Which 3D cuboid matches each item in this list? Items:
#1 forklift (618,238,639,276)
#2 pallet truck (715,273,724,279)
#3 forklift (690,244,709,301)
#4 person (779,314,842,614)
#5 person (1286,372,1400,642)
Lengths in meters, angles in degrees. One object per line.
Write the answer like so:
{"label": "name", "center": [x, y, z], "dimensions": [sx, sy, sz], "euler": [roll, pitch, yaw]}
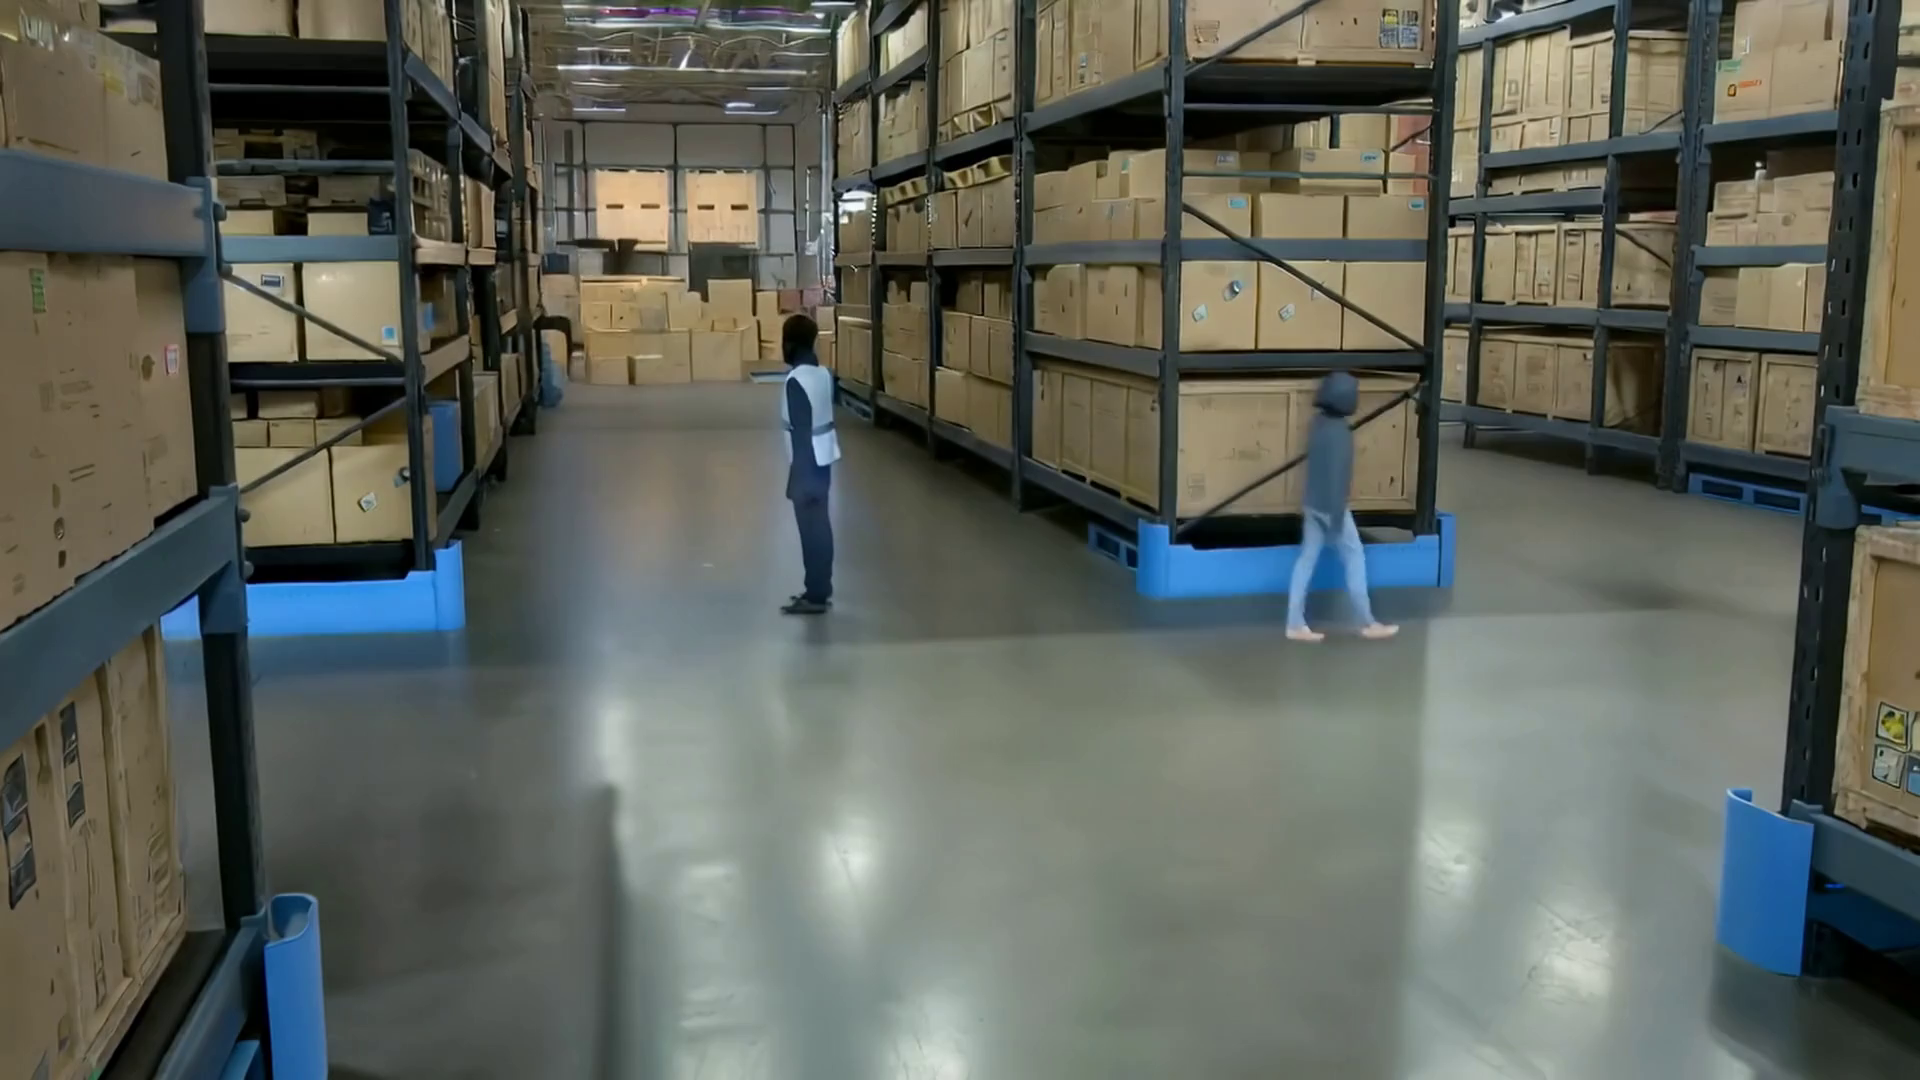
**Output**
{"label": "forklift", "center": [-7.097, -5.059, 35.659], "dimensions": [1.873, 2.768, 1.129], "euler": [-2, 10, -13]}
{"label": "pallet truck", "center": [-8.580, -8.986, 62.280], "dimensions": [1.885, 1.965, 0.823], "euler": [1, 9, 5]}
{"label": "forklift", "center": [-6.844, -6.465, 44.229], "dimensions": [1.873, 2.768, 1.129], "euler": [0, 9, 3]}
{"label": "person", "center": [-0.970, -0.477, 10.658], "dimensions": [0.398, 1.920, 0.588], "euler": [2, 9, 10]}
{"label": "person", "center": [2.274, -0.187, 9.823], "dimensions": [0.755, 1.600, 0.520], "euler": [-2, 10, -13]}
